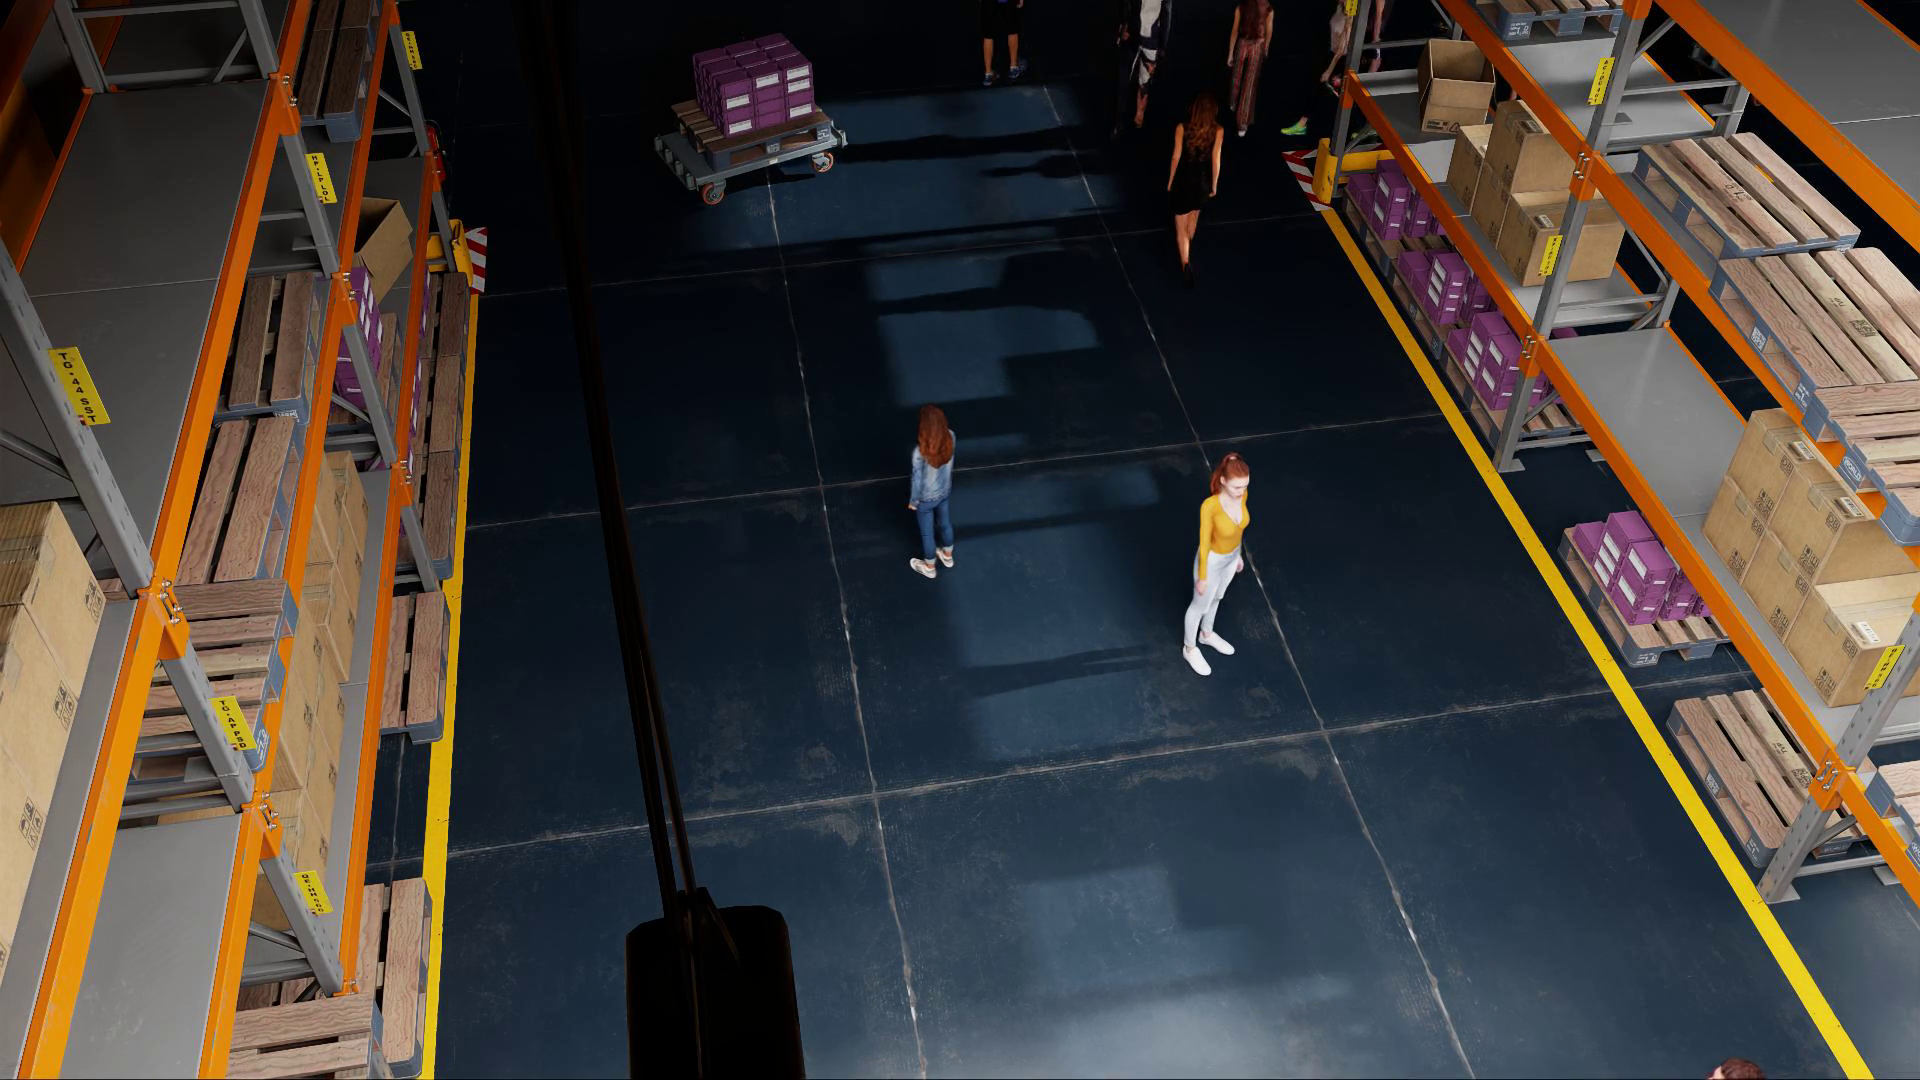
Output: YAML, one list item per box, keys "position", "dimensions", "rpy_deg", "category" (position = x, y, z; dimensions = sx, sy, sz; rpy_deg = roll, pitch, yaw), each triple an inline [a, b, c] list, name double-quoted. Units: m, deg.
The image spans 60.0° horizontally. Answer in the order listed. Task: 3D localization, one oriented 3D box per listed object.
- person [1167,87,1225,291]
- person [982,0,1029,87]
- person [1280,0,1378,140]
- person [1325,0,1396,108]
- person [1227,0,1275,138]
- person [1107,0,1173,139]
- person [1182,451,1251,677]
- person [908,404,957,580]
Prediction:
- position: [1.969, -2.933, 14.101]
  dimensions: [0.717, 1.811, 1.084]
  rpy_deg: [2, 44, 2]
  category: "person"
- position: [0.406, -5.507, 16.776]
  dimensions: [0.790, 1.849, 0.877]
  rpy_deg: [4, 44, 4]
  category: "person"
- position: [3.754, -4.550, 15.912]
  dimensions: [0.652, 1.656, 1.097]
  rpy_deg: [-5, 44, -5]
  category: "person"
- position: [3.974, -5.040, 16.296]
  dimensions: [0.871, 1.835, 0.900]
  rpy_deg: [2, 44, 2]
  category: "person"
- position: [2.810, -4.672, 16.143]
  dimensions: [0.851, 1.513, 1.163]
  rpy_deg: [8, 44, 8]
  category: "person"
- position: [1.788, -4.872, 16.095]
  dimensions: [0.881, 1.871, 0.975]
  rpy_deg: [11, 45, 11]
  category: "person"
- position: [1.681, 0.134, 10.923]
  dimensions: [0.689, 1.756, 0.722]
  rpy_deg: [-33, 53, -30]
  category: "person"
- position: [-0.187, -0.342, 11.625]
  dimensions: [0.662, 1.476, 0.622]
  rpy_deg: [31, 52, 29]
  category: "person"
